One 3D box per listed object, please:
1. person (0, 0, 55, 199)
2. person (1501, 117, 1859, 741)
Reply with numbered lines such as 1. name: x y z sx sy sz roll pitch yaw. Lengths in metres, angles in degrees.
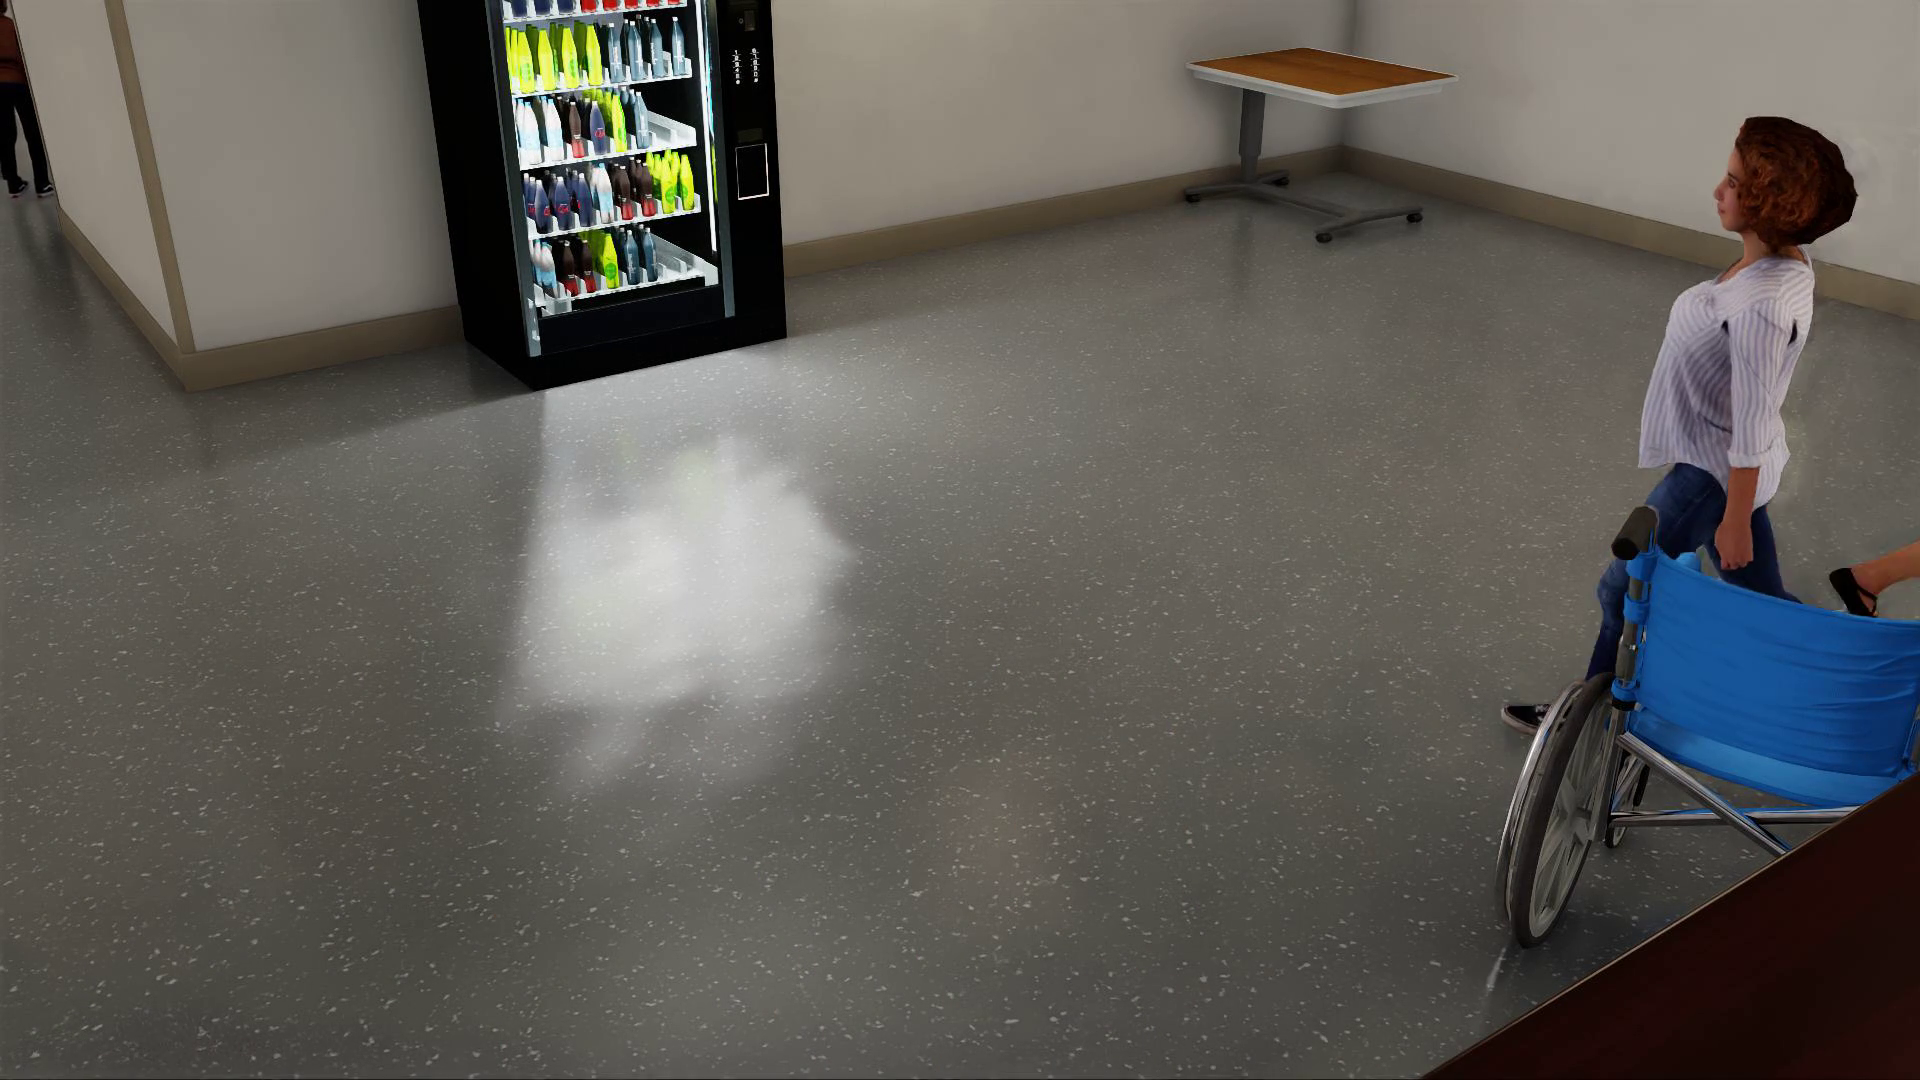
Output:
1. person: -5.555 -2.644 9.725 0.566 1.250 0.658 -1 26 -1
2. person: 1.961 -0.142 4.043 1.056 1.679 1.191 14 29 27
